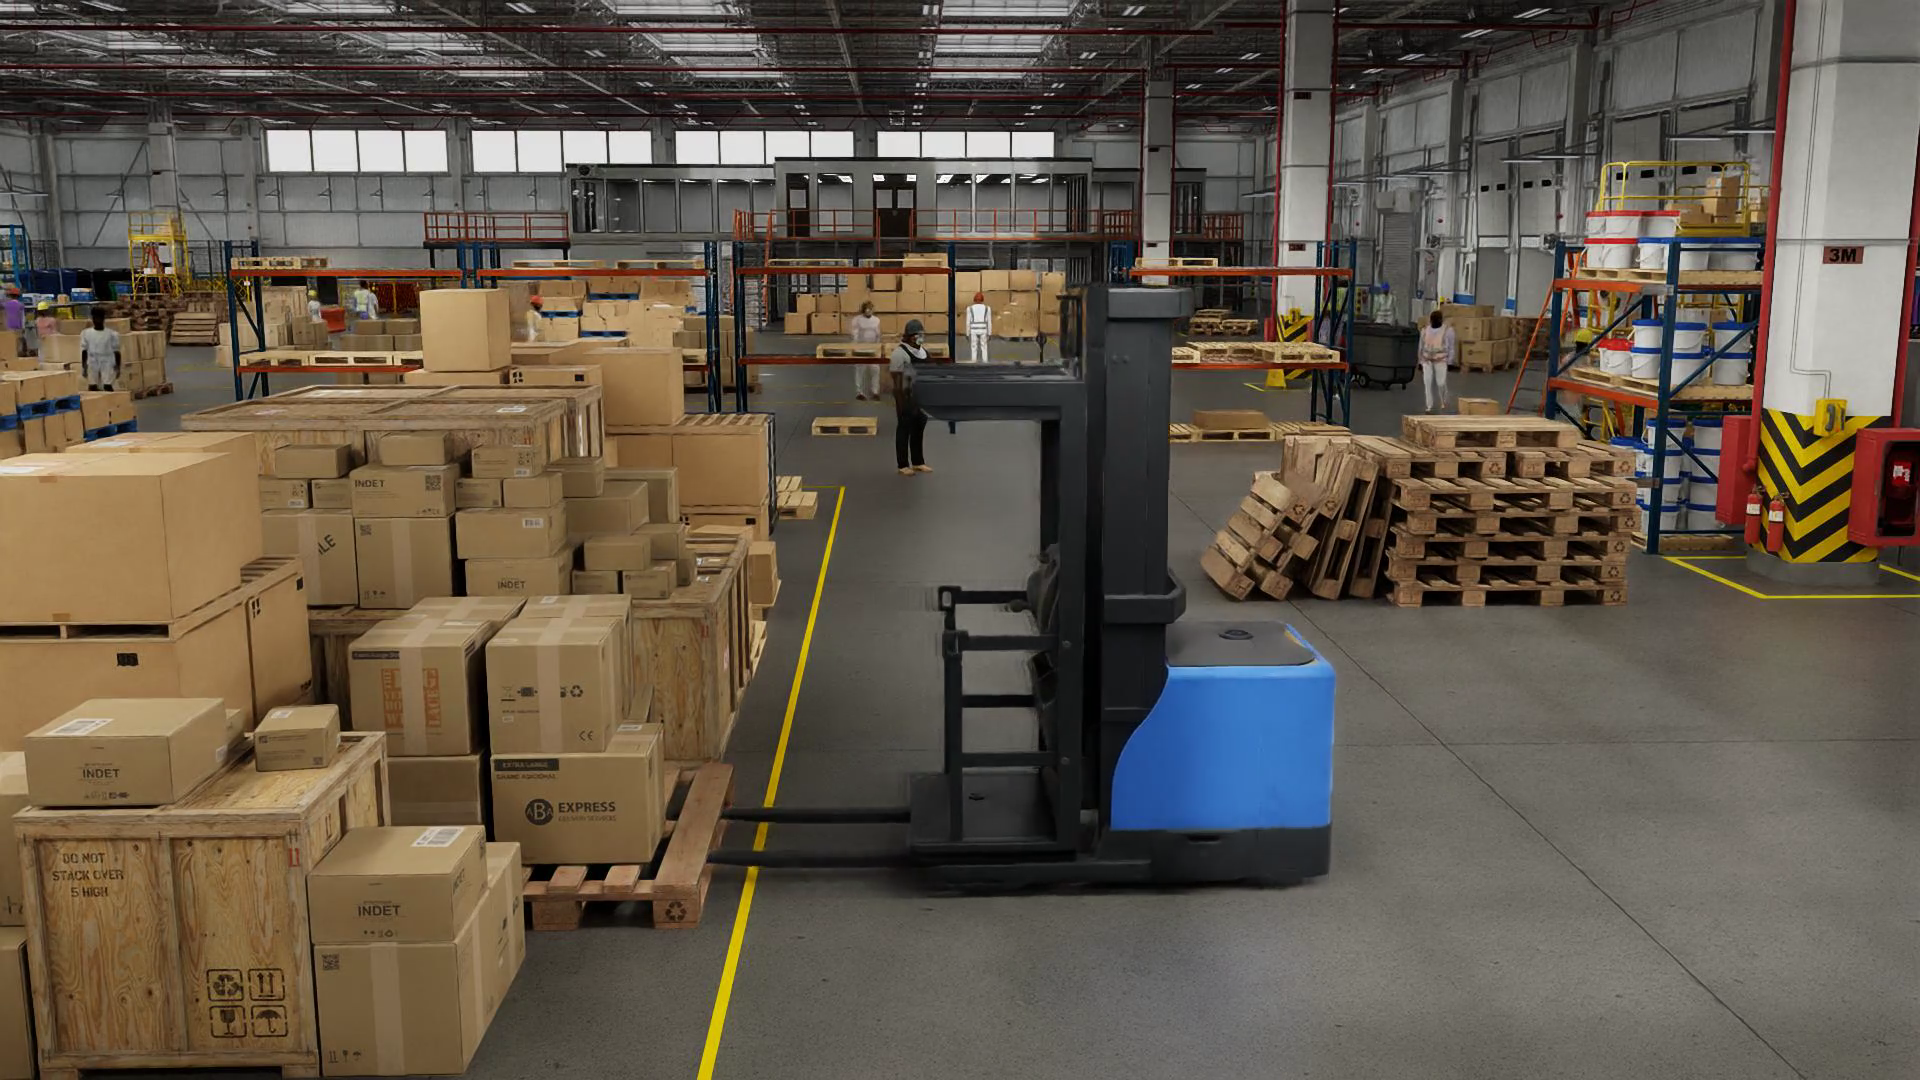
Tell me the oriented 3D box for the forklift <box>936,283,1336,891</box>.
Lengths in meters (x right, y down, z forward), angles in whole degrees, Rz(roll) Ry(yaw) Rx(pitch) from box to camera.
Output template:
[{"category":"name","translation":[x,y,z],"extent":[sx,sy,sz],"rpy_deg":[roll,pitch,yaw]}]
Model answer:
[{"category":"forklift","translation":[0.809,0.169,8.039],"extent":[1.873,2.768,1.129],"rpy_deg":[0,10,-2]}]

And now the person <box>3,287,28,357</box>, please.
[{"category":"person","translation":[-23.665,-5.373,41.629],"extent":[0.551,1.913,0.837],"rpy_deg":[0,10,0]}]

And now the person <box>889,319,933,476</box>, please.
[{"category":"person","translation":[-0.568,-1.860,21.683],"extent":[0.535,2.000,0.674],"rpy_deg":[7,12,35]}]

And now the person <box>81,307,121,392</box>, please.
[{"category":"person","translation":[-14.371,-2.922,27.836],"extent":[0.642,1.952,0.455],"rpy_deg":[-1,10,-7]}]

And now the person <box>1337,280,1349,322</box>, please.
[{"category":"person","translation":[12.407,-7.555,54.057],"extent":[0.861,1.812,0.632],"rpy_deg":[-6,12,-28]}]

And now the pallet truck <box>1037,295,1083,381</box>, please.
[{"category":"pallet truck","translation":[2.483,-3.881,33.060],"extent":[1.885,1.965,0.823],"rpy_deg":[-7,13,-36]}]

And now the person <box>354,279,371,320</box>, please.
[{"category":"person","translation":[-17.998,-6.897,50.135],"extent":[0.599,1.903,0.725],"rpy_deg":[3,11,18]}]

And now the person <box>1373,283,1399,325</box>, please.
[{"category":"person","translation":[11.602,-6.024,45.262],"extent":[0.697,1.901,0.731],"rpy_deg":[1,10,7]}]

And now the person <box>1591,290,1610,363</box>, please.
[{"category":"person","translation":[16.008,-5.381,41.429],"extent":[0.389,1.991,0.622],"rpy_deg":[-2,10,-9]}]

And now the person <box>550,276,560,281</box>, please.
[{"category":"person","translation":[-16.023,-9.697,65.933],"extent":[0.554,1.824,0.537],"rpy_deg":[10,14,43]}]

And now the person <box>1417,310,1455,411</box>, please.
[{"category":"person","translation":[8.417,-3.152,29.473],"extent":[0.624,1.832,0.433],"rpy_deg":[7,12,33]}]

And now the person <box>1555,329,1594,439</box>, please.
[{"category":"person","translation":[8.232,-1.925,22.496],"extent":[0.593,1.890,0.855],"rpy_deg":[-9,13,-41]}]

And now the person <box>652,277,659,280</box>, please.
[{"category":"person","translation":[-10.057,-7.648,54.370],"extent":[0.661,1.859,0.981],"rpy_deg":[-6,12,-29]}]

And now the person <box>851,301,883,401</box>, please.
[{"category":"person","translation":[-1.741,-3.586,31.678],"extent":[0.648,1.909,0.841],"rpy_deg":[-6,12,-30]}]

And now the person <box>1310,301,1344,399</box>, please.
[{"category":"person","translation":[7.157,-3.681,32.192],"extent":[0.592,1.905,0.683],"rpy_deg":[-7,12,-35]}]

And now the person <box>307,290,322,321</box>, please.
[{"category":"person","translation":[-17.680,-6.002,45.637],"extent":[0.698,1.725,0.485],"rpy_deg":[3,11,18]}]

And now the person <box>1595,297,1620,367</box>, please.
[{"category":"person","translation":[14.350,-4.458,36.778],"extent":[0.559,1.872,0.576],"rpy_deg":[-3,11,-14]}]

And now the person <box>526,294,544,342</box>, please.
[{"category":"person","translation":[-9.129,-4.295,35.607],"extent":[0.802,1.919,0.551],"rpy_deg":[3,11,18]}]

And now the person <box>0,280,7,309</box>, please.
[{"category":"person","translation":[-31.234,-7.574,54.113],"extent":[0.404,1.827,0.590],"rpy_deg":[2,10,13]}]

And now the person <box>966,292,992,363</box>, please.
[{"category":"person","translation":[0.433,-4.747,38.198],"extent":[0.584,1.882,0.337],"rpy_deg":[-1,10,-3]}]

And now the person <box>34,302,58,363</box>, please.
[{"category":"person","translation":[-19.891,-4.333,36.323],"extent":[0.530,1.732,0.873],"rpy_deg":[1,10,6]}]

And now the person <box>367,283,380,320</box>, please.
[{"category":"person","translation":[-16.743,-6.418,47.570],"extent":[0.328,1.865,0.521],"rpy_deg":[-8,13,-39]}]
